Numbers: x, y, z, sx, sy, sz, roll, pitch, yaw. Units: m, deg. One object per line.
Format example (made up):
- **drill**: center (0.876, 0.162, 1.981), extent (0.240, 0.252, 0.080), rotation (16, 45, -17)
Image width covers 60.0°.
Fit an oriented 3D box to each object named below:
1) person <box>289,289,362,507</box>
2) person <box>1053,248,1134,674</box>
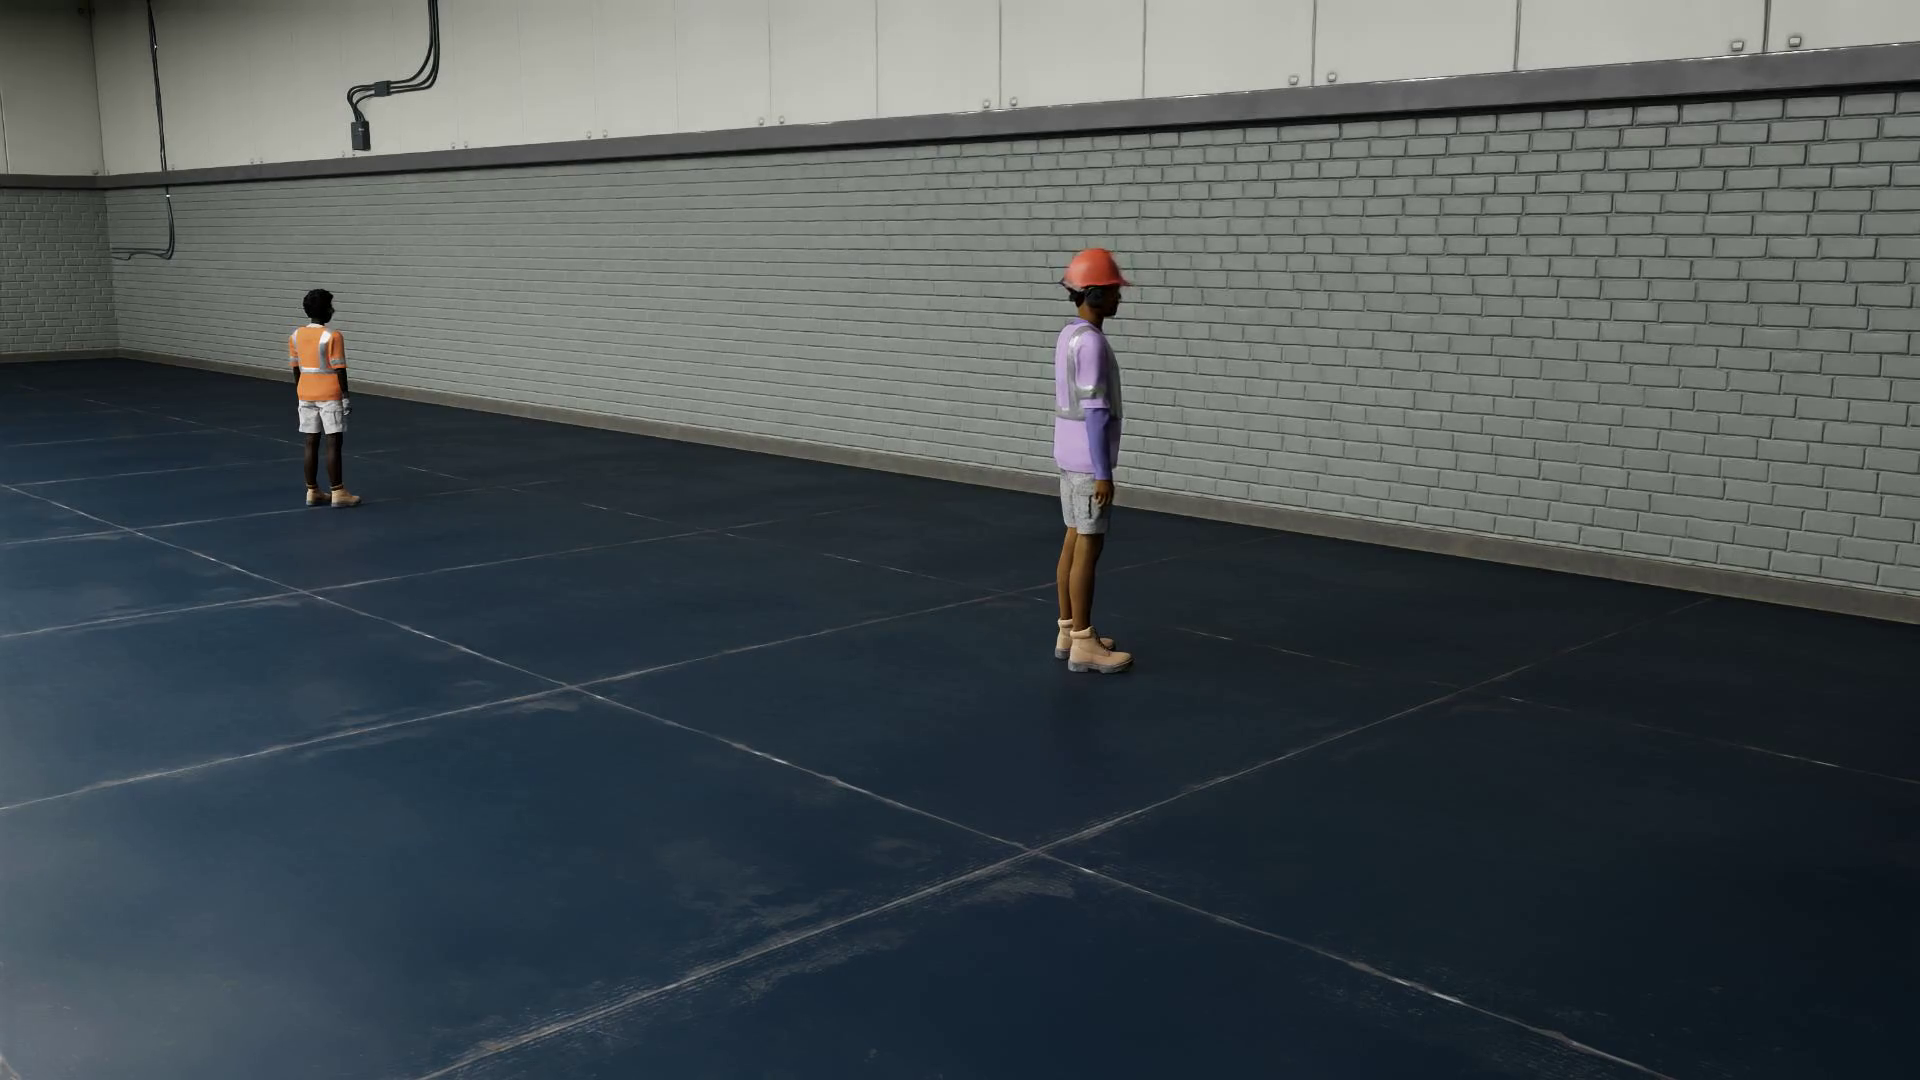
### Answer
- **person**: center (-4.983, -1.112, 13.025), extent (0.542, 1.697, 0.316), rotation (5, 11, 25)
- **person**: center (0.648, -0.392, 8.151), extent (0.367, 2.047, 0.609), rotation (-2, 11, -8)
